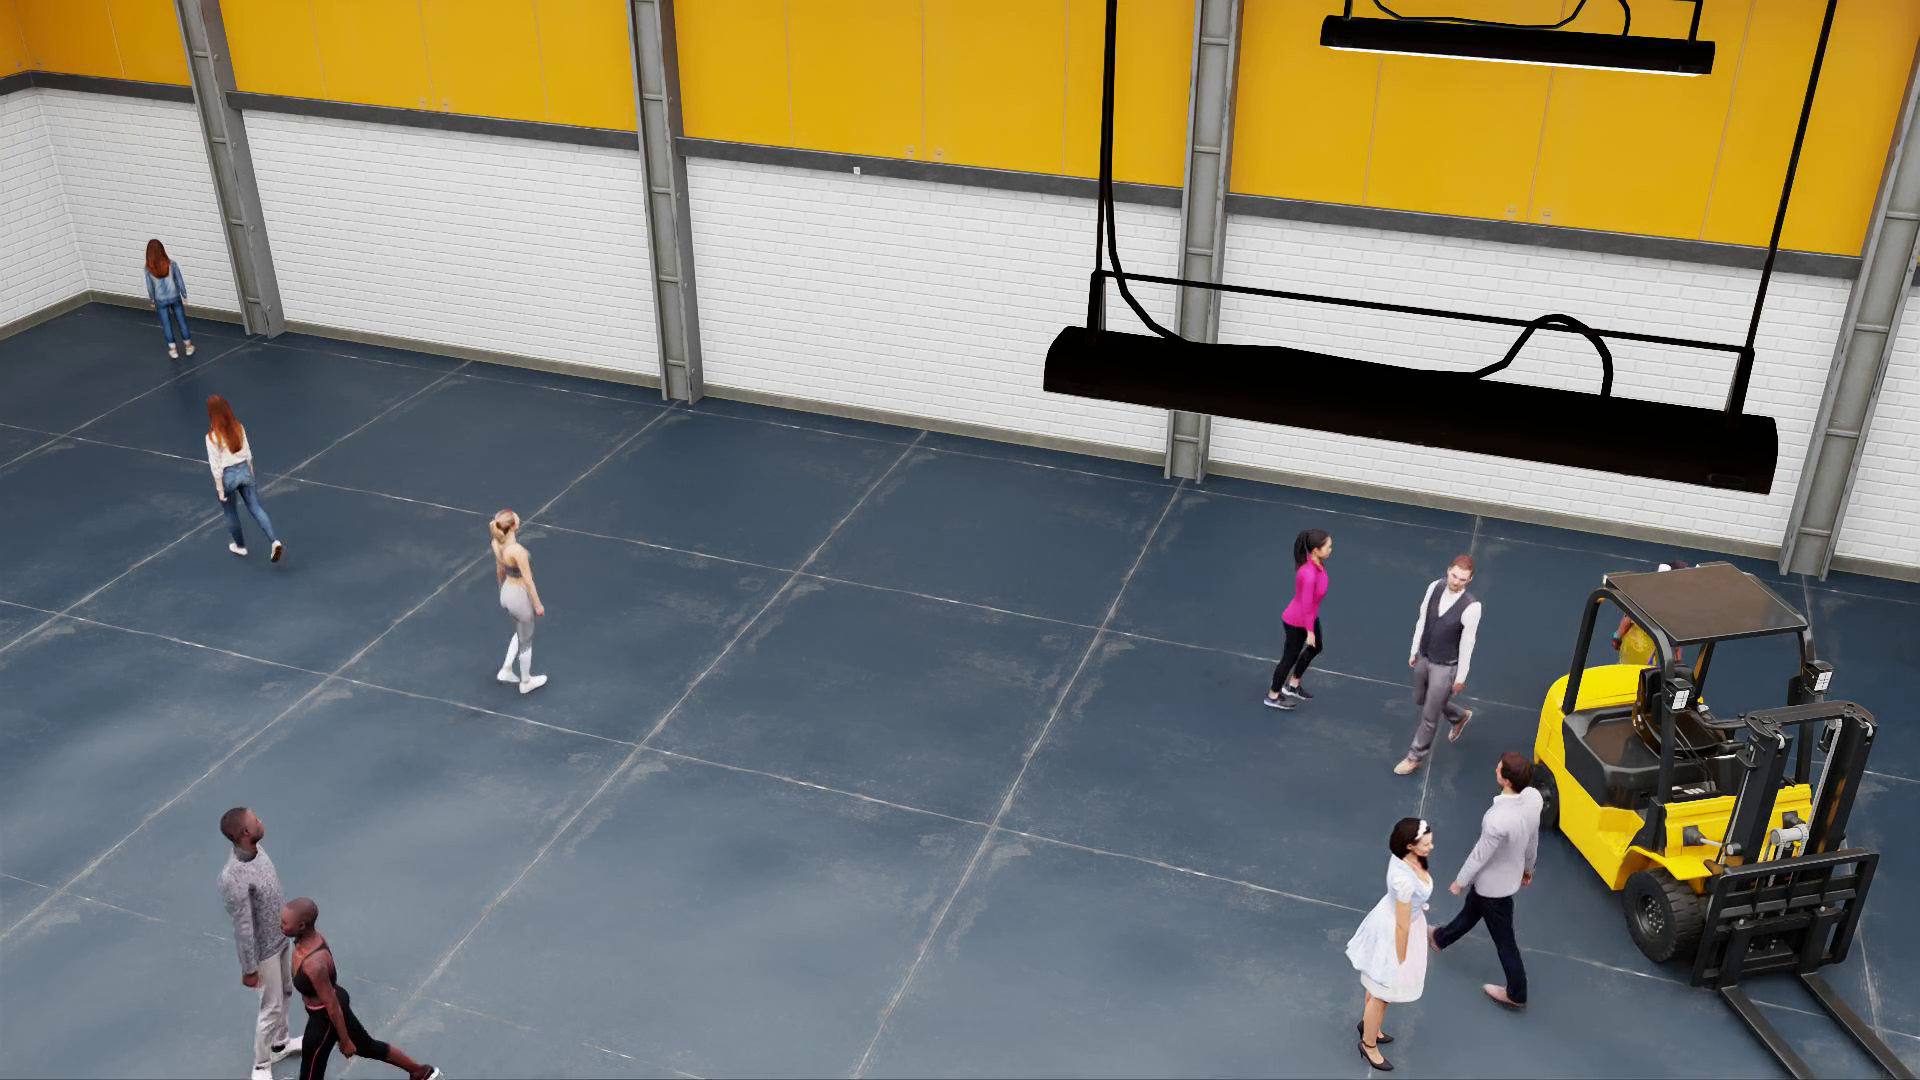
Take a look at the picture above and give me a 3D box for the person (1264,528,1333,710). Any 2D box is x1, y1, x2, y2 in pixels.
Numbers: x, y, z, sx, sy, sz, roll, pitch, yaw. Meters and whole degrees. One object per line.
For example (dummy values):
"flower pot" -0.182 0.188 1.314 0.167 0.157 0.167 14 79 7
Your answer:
"person" 2.685 0.632 13.496 0.639 1.678 0.617 8 30 15

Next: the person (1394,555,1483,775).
"person" 3.742 0.916 12.733 1.099 1.910 1.061 -14 32 -24

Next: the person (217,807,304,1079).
"person" -4.216 2.462 10.010 0.852 1.804 0.943 1 29 3

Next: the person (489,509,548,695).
"person" -3.693 0.543 13.643 0.697 1.693 0.743 24 37 37

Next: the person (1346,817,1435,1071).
"person" 2.633 2.422 10.070 0.726 1.815 0.705 8 30 14

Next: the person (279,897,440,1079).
"person" -3.529 2.737 9.596 1.165 1.717 1.159 -14 32 -25

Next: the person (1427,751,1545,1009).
"person" 3.480 2.187 10.508 1.037 1.810 1.271 -24 37 -37

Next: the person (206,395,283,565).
"person" -6.758 -0.551 15.634 1.105 1.708 0.802 20 35 32

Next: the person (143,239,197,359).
"person" -9.658 -2.949 20.272 0.635 1.475 0.689 -13 31 -23

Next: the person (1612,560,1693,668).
"person" 5.398 0.820 13.245 1.319 1.588 1.249 -4 29 -7
